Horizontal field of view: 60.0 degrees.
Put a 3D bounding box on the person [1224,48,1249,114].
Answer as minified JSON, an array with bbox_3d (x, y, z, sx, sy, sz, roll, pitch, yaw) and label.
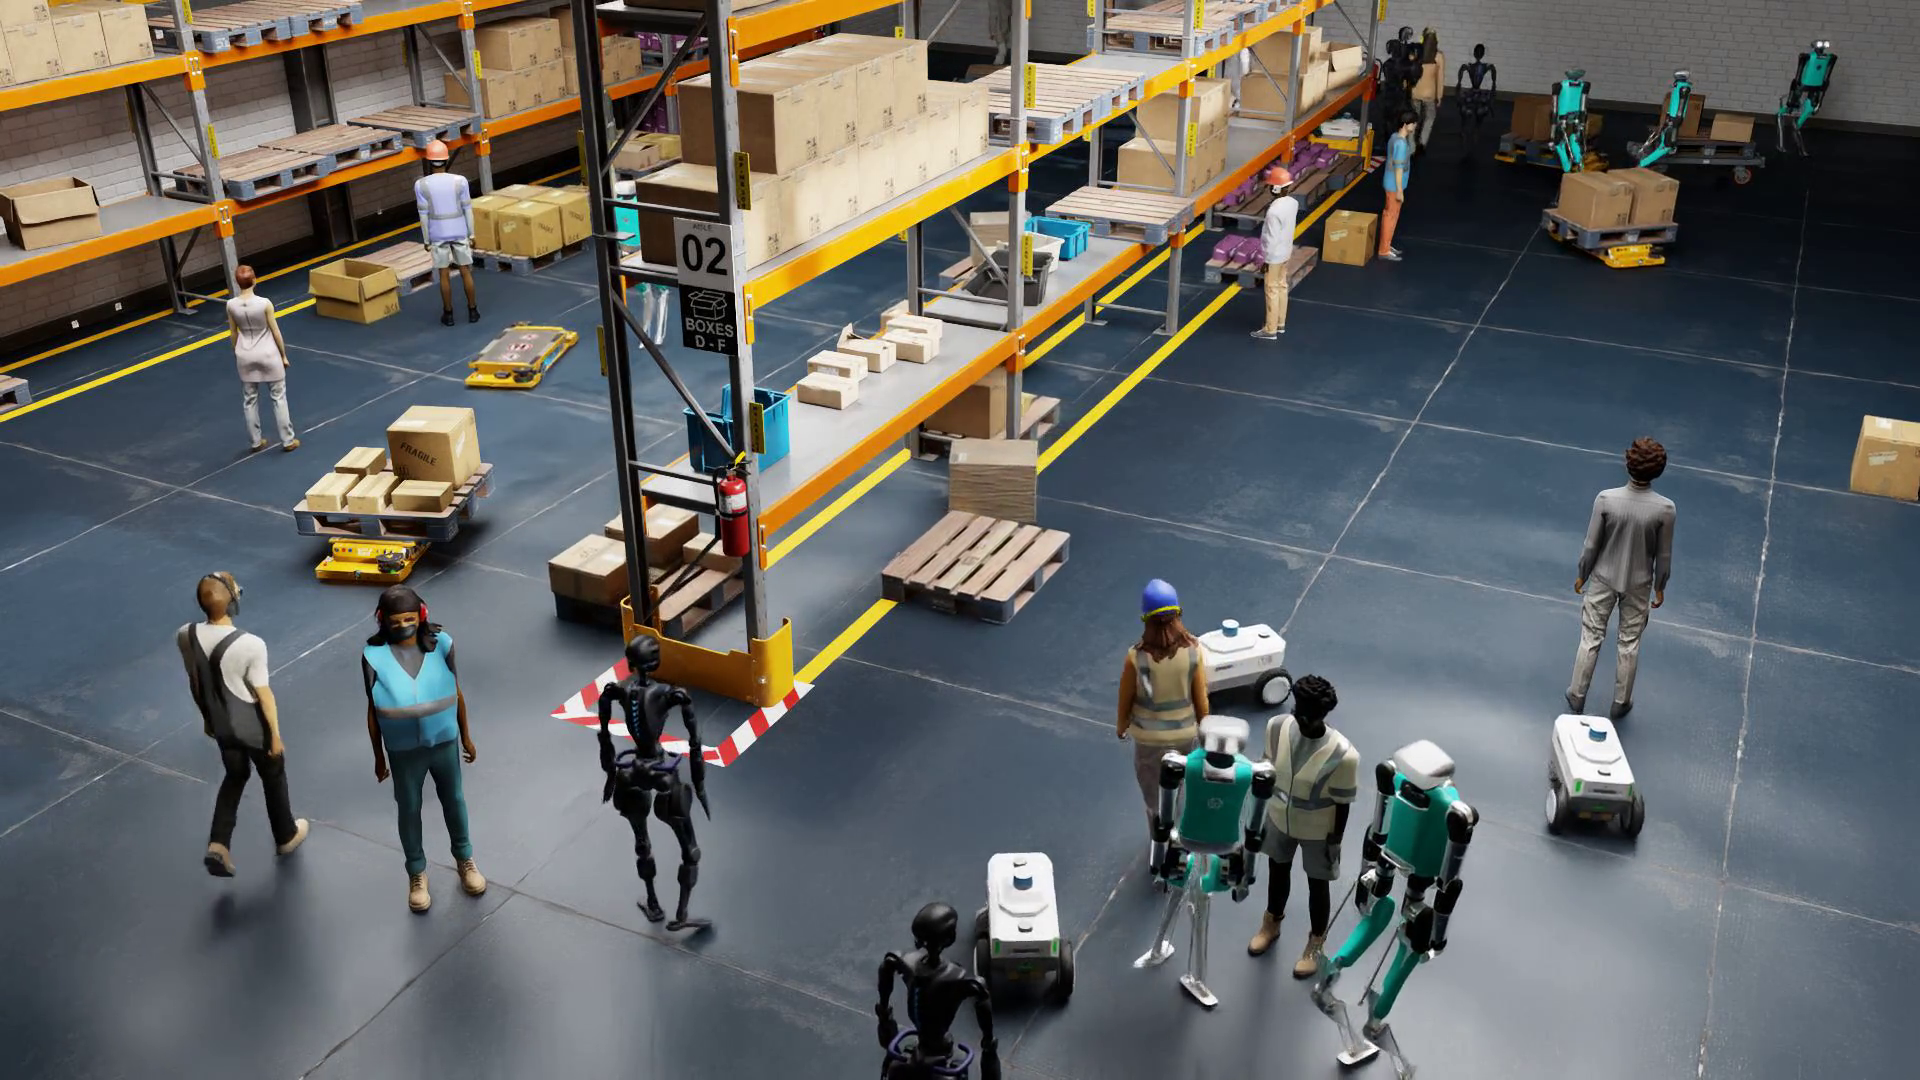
[{"bbox_3d":[4.128,-7.004,25.136,0.468,1.880,0.673,-11,28,-21],"label":"person"}]

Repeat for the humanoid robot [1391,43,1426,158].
[{"bbox_3d":[6.467,-6.329,23.981,0.611,1.652,0.383,-16,30,-29],"label":"humanoid robot"}]

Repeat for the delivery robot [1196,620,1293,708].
[{"bbox_3d":[1.746,0.793,10.826,0.749,0.569,0.499,-10,28,-19],"label":"delivery robot"}]

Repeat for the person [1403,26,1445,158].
[{"bbox_3d":[6.687,-6.457,24.029,0.584,1.856,0.449,11,29,22],"label":"person"}]

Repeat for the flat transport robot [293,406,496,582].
[{"bbox_3d":[-4.387,-0.083,12.945,0.659,0.231,1.431,3,26,6],"label":"flat transport robot"}]

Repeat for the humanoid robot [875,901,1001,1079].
[{"bbox_3d":[-0.113,2.213,6.757,0.584,1.665,0.413,13,29,24],"label":"humanoid robot"}]

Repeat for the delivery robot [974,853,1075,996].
[{"bbox_3d":[0.316,1.969,8.501,0.506,0.614,0.785,0,26,-1],"label":"delivery robot"}]

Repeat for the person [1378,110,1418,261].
[{"bbox_3d":[5.127,-4.156,19.498,0.339,1.759,0.499,4,27,7],"label":"person"}]

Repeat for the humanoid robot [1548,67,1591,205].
[{"bbox_3d":[7.972,-5.196,21.617,0.532,1.779,0.710,-6,27,-12],"label":"humanoid robot"}]

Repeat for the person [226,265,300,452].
[{"bbox_3d":[-6.048,-1.555,14.361,0.435,1.651,0.290,-1,26,-3],"label":"person"}]

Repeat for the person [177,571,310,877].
[{"bbox_3d":[-3.896,1.013,8.973,0.516,1.832,0.645,5,27,9],"label":"person"}]

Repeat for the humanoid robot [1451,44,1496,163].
[{"bbox_3d":[7.383,-6.231,23.824,0.612,1.665,0.503,4,27,7],"label":"humanoid robot"}]

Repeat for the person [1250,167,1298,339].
[{"bbox_3d":[3.220,-2.938,17.039,0.336,1.749,0.573,16,30,29],"label":"person"}]

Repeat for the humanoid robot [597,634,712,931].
[{"bbox_3d":[-1.601,1.283,8.608,0.615,1.645,0.472,5,27,11],"label":"humanoid robot"}]

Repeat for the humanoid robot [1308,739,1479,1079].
[{"bbox_3d":[1.880,1.766,7.556,0.664,1.801,0.539,-16,31,-30],"label":"humanoid robot"}]

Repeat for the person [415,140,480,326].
[{"bbox_3d":[-5.341,-3.196,17.355,0.548,1.937,0.355,-11,28,-20],"label":"person"}]

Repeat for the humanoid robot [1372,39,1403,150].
[{"bbox_3d":[6.309,-6.450,24.280,0.696,1.665,0.603,15,30,28],"label":"humanoid robot"}]

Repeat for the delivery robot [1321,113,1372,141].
[{"bbox_3d":[5.714,-6.022,24.586,0.744,0.564,0.499,11,28,20],"label":"delivery robot"}]

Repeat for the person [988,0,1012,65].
[{"bbox_3d":[0.748,-8.872,28.954,0.425,1.818,0.540,22,34,37],"label":"person"}]

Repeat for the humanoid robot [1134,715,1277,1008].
[{"bbox_3d":[1.173,1.486,8.121,0.600,1.775,0.862,3,27,6],"label":"humanoid robot"}]

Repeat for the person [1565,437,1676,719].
[{"bbox_3d":[4.150,0.252,10.429,0.545,1.901,0.386,10,28,19],"label":"person"}]

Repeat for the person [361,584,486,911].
[{"bbox_3d":[-2.845,1.081,8.795,0.519,1.866,0.391,-13,29,-24],"label":"person"}]

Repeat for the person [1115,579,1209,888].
[{"bbox_3d":[1.076,0.999,9.093,0.472,1.736,0.785,-6,27,-12],"label":"person"}]

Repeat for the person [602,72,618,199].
[{"bbox_3d":[-4.580,-5.120,21.341,0.390,1.848,0.565,-3,26,-6],"label":"person"}]

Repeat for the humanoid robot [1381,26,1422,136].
[{"bbox_3d":[6.762,-6.965,25.273,0.643,1.634,0.603,-8,27,-15],"label":"humanoid robot"}]

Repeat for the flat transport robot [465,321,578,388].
[{"bbox_3d":[-4.335,-1.840,16.495,0.659,0.231,1.431,3,26,6],"label":"flat transport robot"}]

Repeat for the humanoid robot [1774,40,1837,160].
[{"bbox_3d":[12.083,-6.333,23.918,0.549,1.733,1.029,-1,26,-3],"label":"humanoid robot"}]

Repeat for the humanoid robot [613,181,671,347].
[{"bbox_3d":[-3.149,-2.771,16.736,0.533,1.797,0.767,8,28,16],"label":"humanoid robot"}]

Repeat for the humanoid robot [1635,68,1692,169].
[{"bbox_3d":[9.086,-5.256,21.721,0.660,1.777,0.548,5,27,10],"label":"humanoid robot"}]

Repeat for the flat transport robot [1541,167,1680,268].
[{"bbox_3d":[7.762,-3.572,19.993,0.659,0.231,1.431,-6,27,-12],"label":"flat transport robot"}]

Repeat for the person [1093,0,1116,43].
[{"bbox_3d":[2.513,-8.949,28.982,0.405,1.931,0.541,-5,27,-10],"label":"person"}]

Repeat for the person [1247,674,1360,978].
[{"bbox_3d":[1.711,1.409,8.327,0.534,1.692,0.319,22,34,37],"label":"person"}]

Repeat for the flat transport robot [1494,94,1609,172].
[{"bbox_3d":[8.495,-5.496,23.880,1.431,0.231,0.659,21,33,36],"label":"flat transport robot"}]

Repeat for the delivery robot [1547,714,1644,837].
[{"bbox_3d":[3.693,1.340,9.742,0.499,0.587,0.766,4,27,7],"label":"delivery robot"}]
